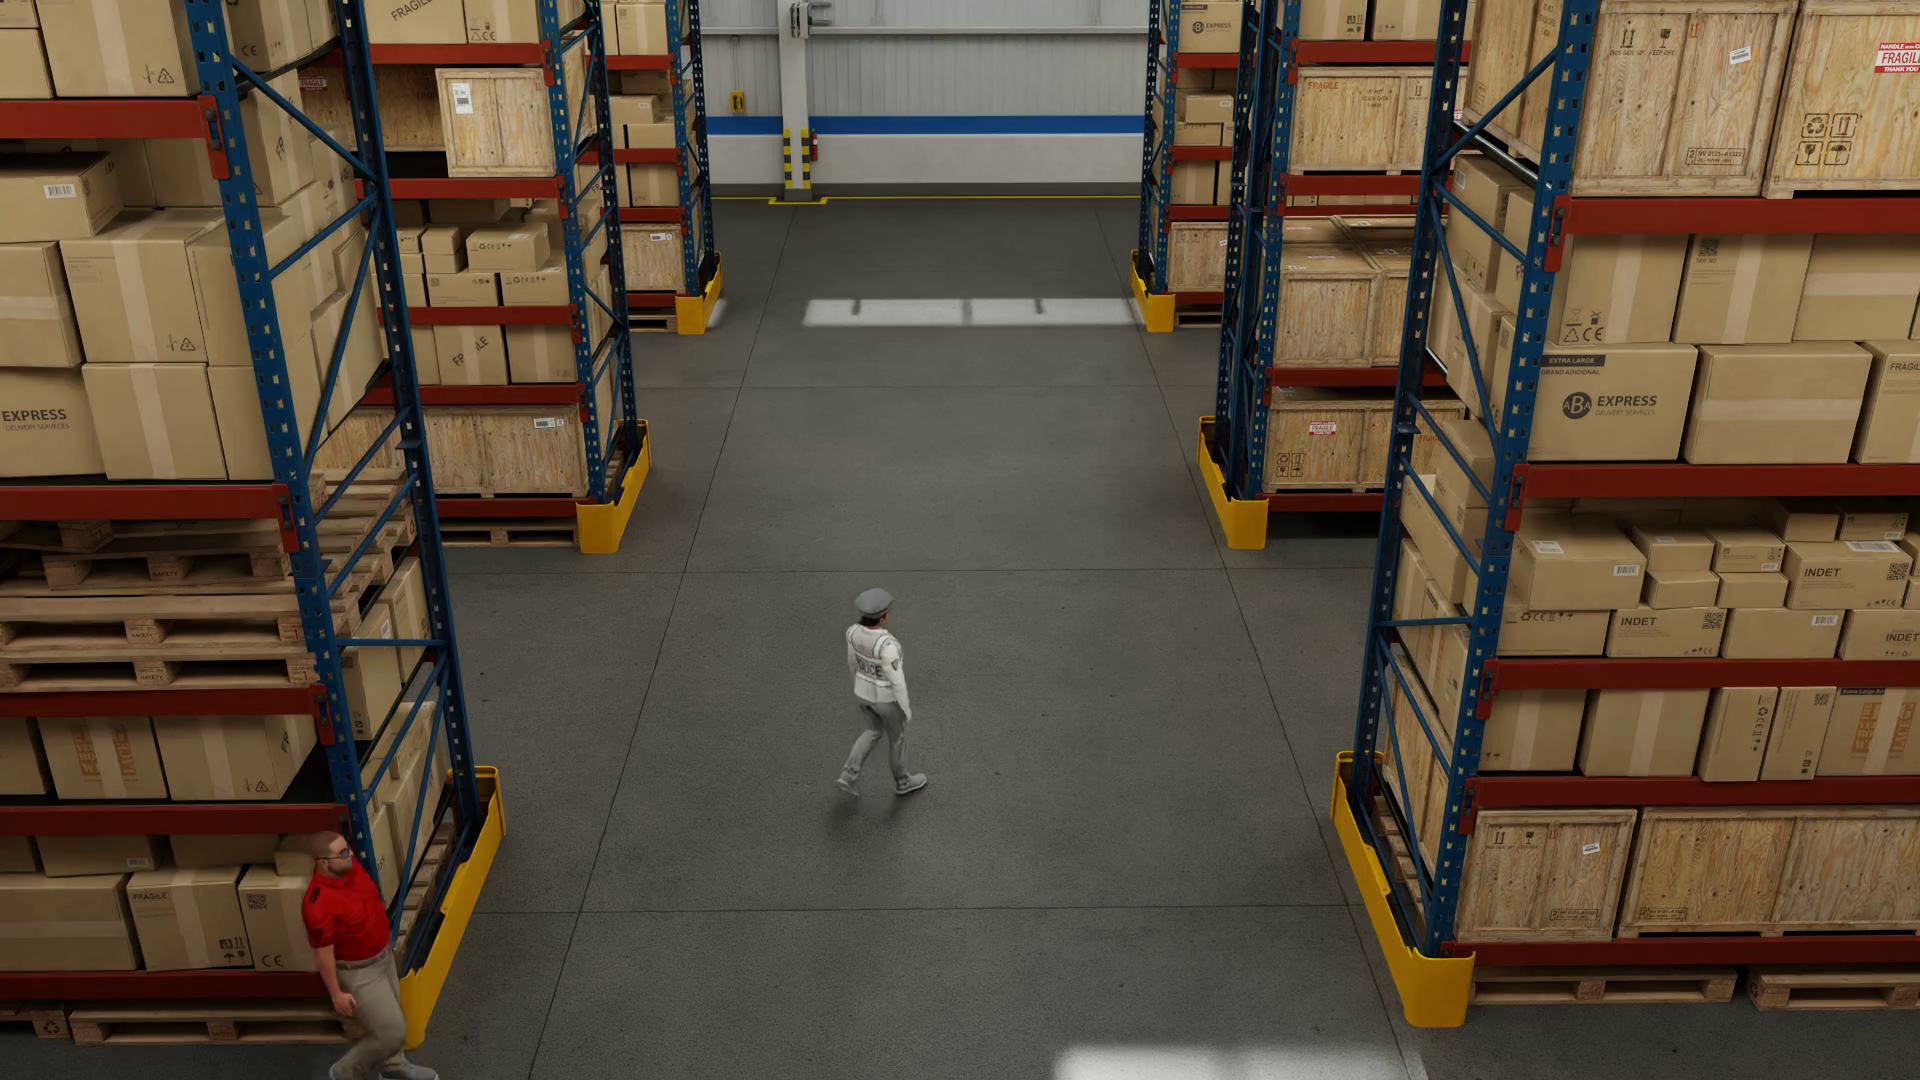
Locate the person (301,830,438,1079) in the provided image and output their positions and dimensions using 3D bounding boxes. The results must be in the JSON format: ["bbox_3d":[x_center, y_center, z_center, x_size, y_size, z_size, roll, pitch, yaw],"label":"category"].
[{"bbox_3d":[-3.204,2.297,8.992,0.512,1.728,0.545,1,25,1],"label":"person"}]

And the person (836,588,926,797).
[{"bbox_3d":[-0.554,1.089,11.640,0.501,1.662,0.701,20,32,36],"label":"person"}]
